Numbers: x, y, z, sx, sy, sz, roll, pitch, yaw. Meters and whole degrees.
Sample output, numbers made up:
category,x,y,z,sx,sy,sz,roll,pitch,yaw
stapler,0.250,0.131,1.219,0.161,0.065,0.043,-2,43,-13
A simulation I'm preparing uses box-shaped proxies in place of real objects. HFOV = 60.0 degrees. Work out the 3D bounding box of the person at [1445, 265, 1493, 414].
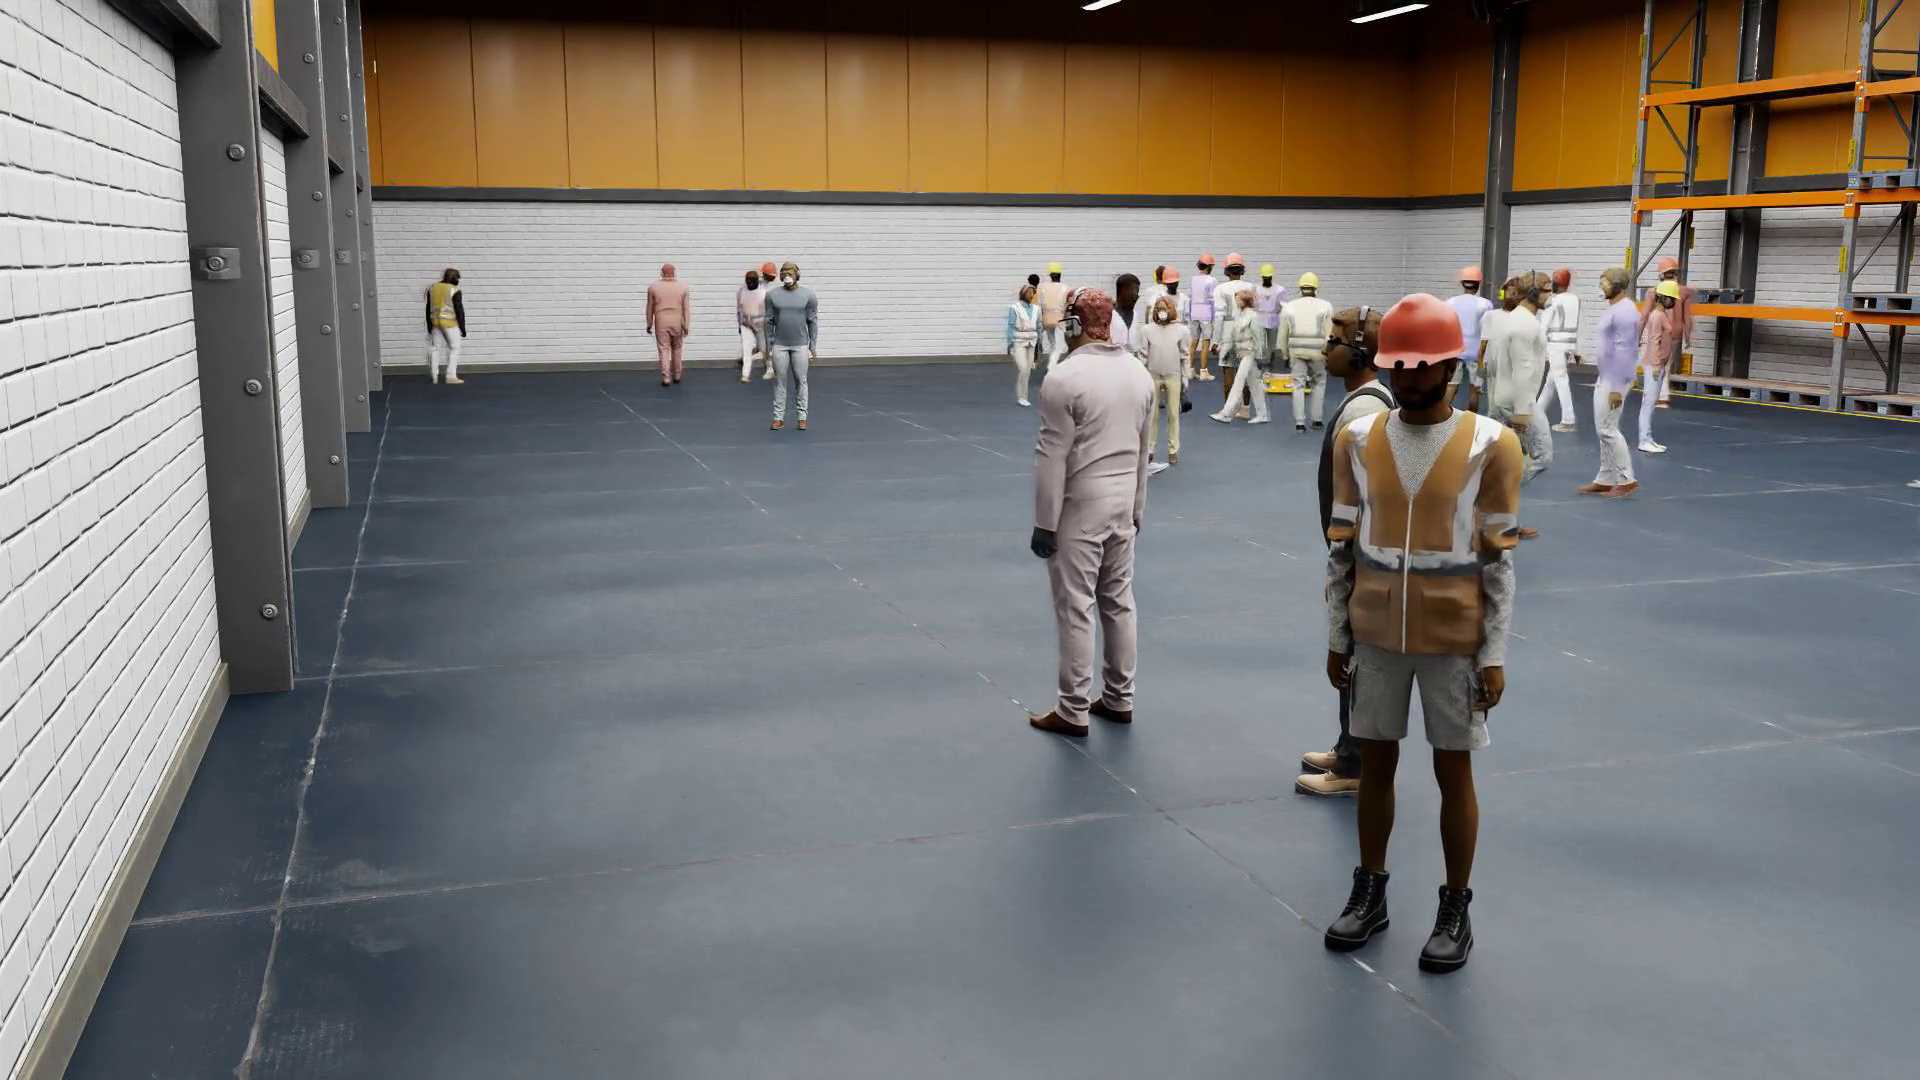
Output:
category,x,y,z,sx,sy,sz,roll,pitch,yaw
person,5.510,-2.040,18.164,0.554,1.914,0.848,7,12,34

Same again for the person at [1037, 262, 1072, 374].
category,x,y,z,sx,sy,sz,roll,pitch,yaw
person,1.469,-3.418,26.180,0.582,1.904,0.838,5,11,26

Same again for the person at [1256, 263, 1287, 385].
category,x,y,z,sx,sy,sz,roll,pitch,yaw
person,4.804,-3.387,26.029,0.599,1.897,0.892,1,10,7

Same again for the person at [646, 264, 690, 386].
category,x,y,z,sx,sy,sz,roll,pitch,yaw
person,-4.519,-3.324,25.749,0.664,1.863,0.982,-2,10,-13

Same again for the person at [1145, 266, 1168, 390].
category,x,y,z,sx,sy,sz,roll,pitch,yaw
person,2.988,-3.166,24.874,0.495,1.844,0.657,0,10,2

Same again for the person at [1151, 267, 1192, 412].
category,x,y,z,sx,sy,sz,roll,pitch,yaw
person,2.720,-2.590,21.513,0.547,1.873,1.068,-3,10,-15

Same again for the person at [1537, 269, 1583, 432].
category,x,y,z,sx,sy,sz,roll,pitch,yaw
person,6.798,-2.184,19.188,0.606,1.841,0.923,-6,12,-32

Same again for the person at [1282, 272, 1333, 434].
category,x,y,z,sx,sy,sz,roll,pitch,yaw
person,3.974,-2.128,18.943,0.611,1.806,0.730,4,11,22

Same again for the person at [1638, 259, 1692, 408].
category,x,y,z,sx,sy,sz,roll,pitch,yaw
person,9.378,-2.766,22.260,0.647,1.944,0.996,0,10,-3

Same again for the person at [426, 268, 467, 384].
category,x,y,z,sx,sy,sz,roll,pitch,yaw
person,-8.055,-3.333,26.000,0.736,1.812,0.434,4,11,23

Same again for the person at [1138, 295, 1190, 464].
category,x,y,z,sx,sy,sz,roll,pitch,yaw
person,1.971,-1.548,16.124,0.507,1.631,0.266,2,10,13

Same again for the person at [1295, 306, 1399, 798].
category,x,y,z,sx,sy,sz,roll,pitch,yaw
person,1.472,0.049,6.263,0.345,1.847,0.507,3,10,18

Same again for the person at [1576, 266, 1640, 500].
category,x,y,z,sx,sy,sz,roll,pitch,yaw
person,5.422,-1.298,13.815,0.382,1.940,0.657,2,10,12

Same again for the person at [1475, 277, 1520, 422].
category,x,y,z,sx,sy,sz,roll,pitch,yaw
person,5.141,-1.567,15.715,0.530,1.823,0.968,3,10,15

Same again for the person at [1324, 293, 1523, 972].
category,x,y,z,sx,sy,sz,roll,pitch,yaw
person,1.293,0.270,4.753,0.542,1.929,0.381,6,11,30

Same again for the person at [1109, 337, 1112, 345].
category,x,y,z,sx,sy,sz,roll,pitch,yaw
person,0.951,-0.718,11.442,0.502,1.589,0.826,3,10,15

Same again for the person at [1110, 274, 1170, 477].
category,x,y,z,sx,sy,sz,roll,pitch,yaw
person,1.443,-1.501,15.239,0.619,1.844,1.036,-9,13,-43

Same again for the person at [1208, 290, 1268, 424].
category,x,y,z,sx,sy,sz,roll,pitch,yaw
person,3.334,-2.163,19.779,0.836,1.591,0.507,-2,10,-10

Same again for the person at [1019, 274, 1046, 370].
category,x,y,z,sx,sy,sz,roll,pitch,yaw
person,1.238,-3.816,29.179,0.542,1.661,0.747,-4,10,-19

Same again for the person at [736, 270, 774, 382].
category,x,y,z,sx,sy,sz,roll,pitch,yaw
person,-3.257,-3.427,26.623,0.659,1.783,0.960,2,10,14

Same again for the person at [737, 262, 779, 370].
category,x,y,z,sx,sy,sz,roll,pitch,yaw
person,-3.347,-3.688,27.794,0.741,1.892,0.582,-2,10,-13

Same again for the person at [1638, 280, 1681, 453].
category,x,y,z,sx,sy,sz,roll,pitch,yaw
person,7.199,-1.783,17.125,0.329,1.760,0.523,5,11,28

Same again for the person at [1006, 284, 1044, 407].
category,x,y,z,sx,sy,sz,roll,pitch,yaw
person,0.898,-2.574,22.091,0.549,1.620,0.563,-7,12,-34

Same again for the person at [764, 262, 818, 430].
category,x,y,z,sx,sy,sz,roll,pitch,yaw
person,-1.952,-2.233,19.205,0.627,1.941,0.372,0,10,2

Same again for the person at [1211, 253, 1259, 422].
category,x,y,z,sx,sy,sz,roll,pitch,yaw
person,3.311,-2.448,20.158,0.609,2.040,0.394,-4,11,-23

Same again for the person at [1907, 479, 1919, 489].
category,x,y,z,sx,sy,sz,roll,pitch,yaw
person,8.522,-1.343,14.360,0.421,1.835,0.569,8,12,38

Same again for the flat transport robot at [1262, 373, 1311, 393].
category,x,y,z,sx,sy,sz,roll,pitch,yaw
flat transport robot,4.806,-2.316,24.510,0.652,0.197,1.431,1,10,9

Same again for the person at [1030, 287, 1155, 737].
category,x,y,z,sx,sy,sz,roll,pitch,yaw
person,0.538,-0.123,7.112,0.403,1.900,0.643,10,14,44

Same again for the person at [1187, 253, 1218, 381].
category,x,y,z,sx,sy,sz,roll,pitch,yaw
person,3.911,-3.567,26.656,0.408,2.036,0.610,-9,13,-41

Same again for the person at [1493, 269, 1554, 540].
category,x,y,z,sx,sy,sz,roll,pitch,yaw
person,3.998,-0.942,11.767,0.433,1.924,0.646,3,10,15
